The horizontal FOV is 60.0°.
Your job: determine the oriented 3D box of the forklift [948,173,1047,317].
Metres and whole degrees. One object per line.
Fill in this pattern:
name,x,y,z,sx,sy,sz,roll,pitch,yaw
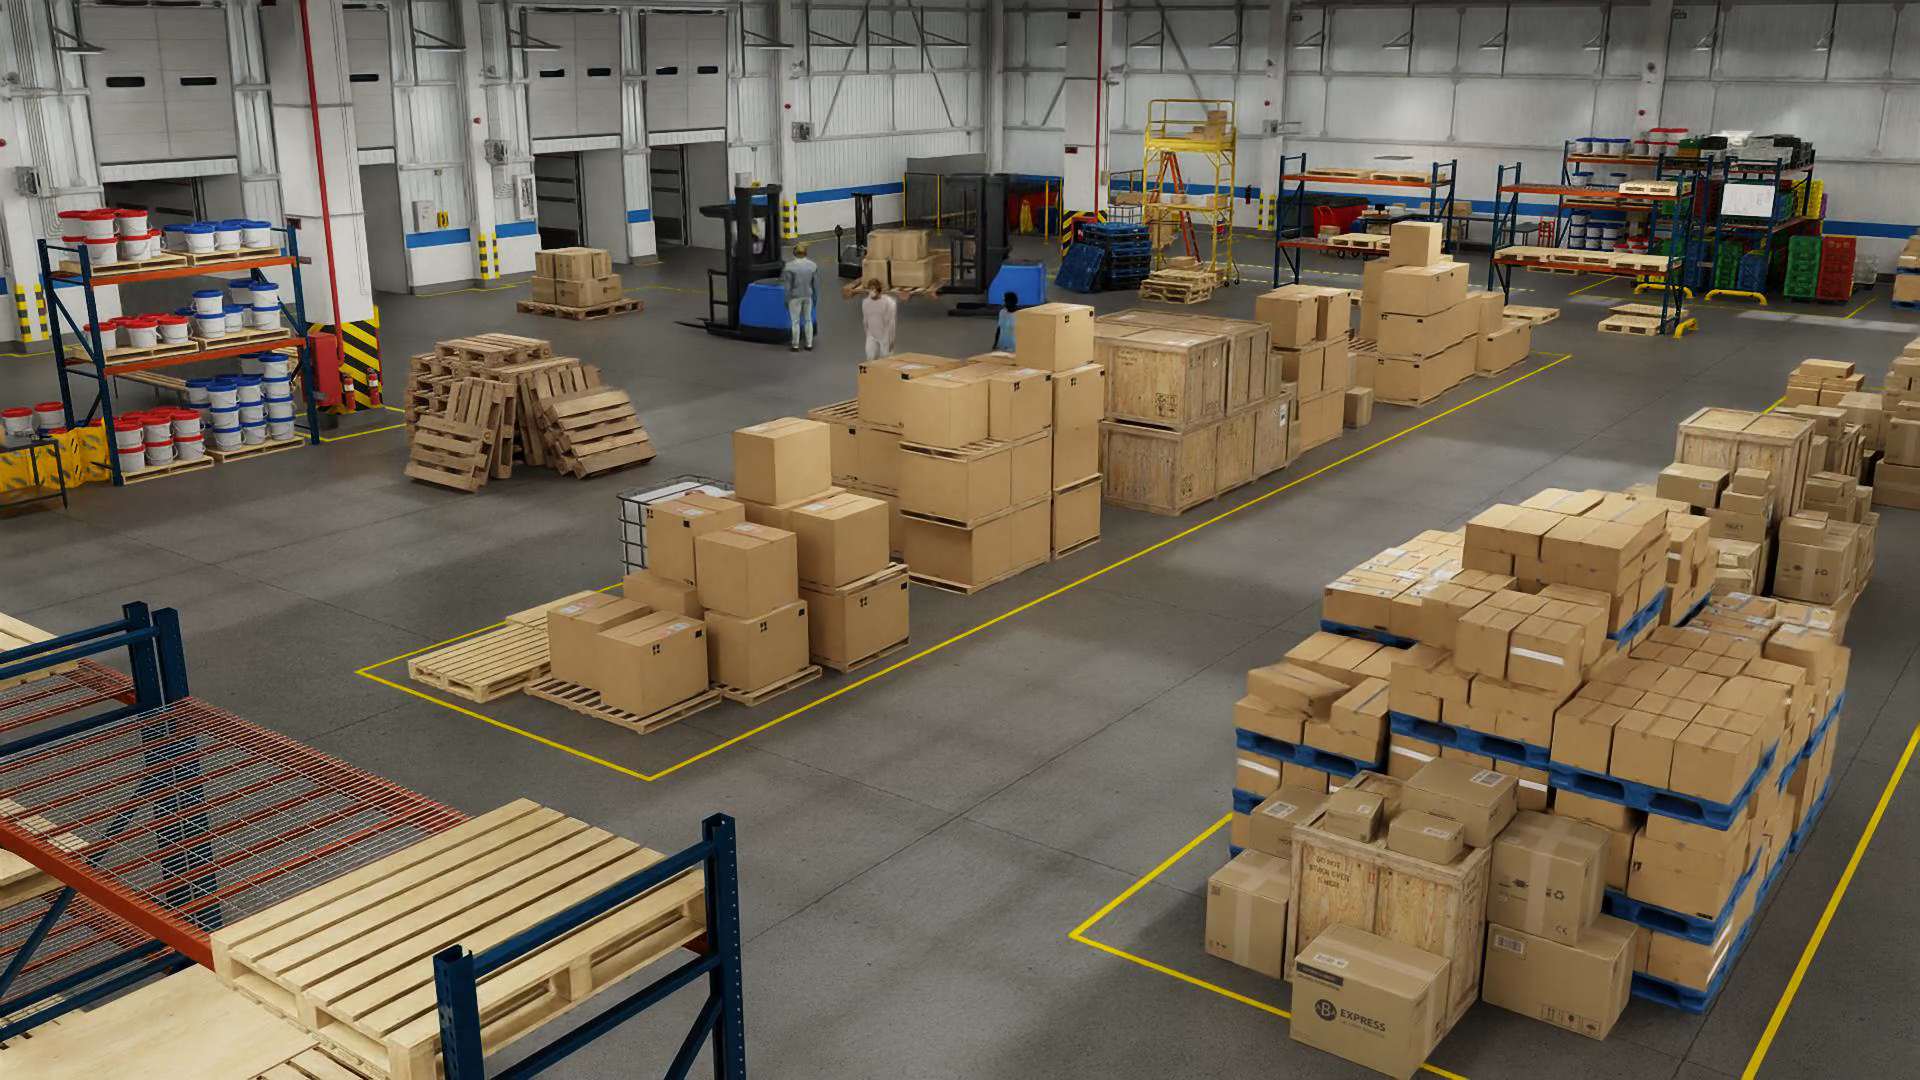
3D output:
forklift,0.771,-5.916,33.364,1.873,2.768,1.129,3,17,10

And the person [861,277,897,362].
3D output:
person,-1.215,-3.148,25.855,0.631,1.912,0.759,8,19,24

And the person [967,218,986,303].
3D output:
person,0.554,-5.673,34.257,0.733,1.869,0.923,-4,17,-13

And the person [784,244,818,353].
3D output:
person,-2.831,-4.310,29.675,0.634,1.929,0.381,-9,19,-27

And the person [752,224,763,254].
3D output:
person,-4.066,-5.250,32.782,0.370,1.927,0.588,11,20,33

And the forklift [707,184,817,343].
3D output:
forklift,-3.698,-5.178,30.919,1.873,2.768,1.129,12,21,35

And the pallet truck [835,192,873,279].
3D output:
pallet truck,-1.936,-7.159,38.982,1.885,1.965,0.823,-12,21,-34

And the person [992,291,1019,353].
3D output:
person,0.838,-3.079,26.065,0.871,1.665,0.525,-13,21,-36
